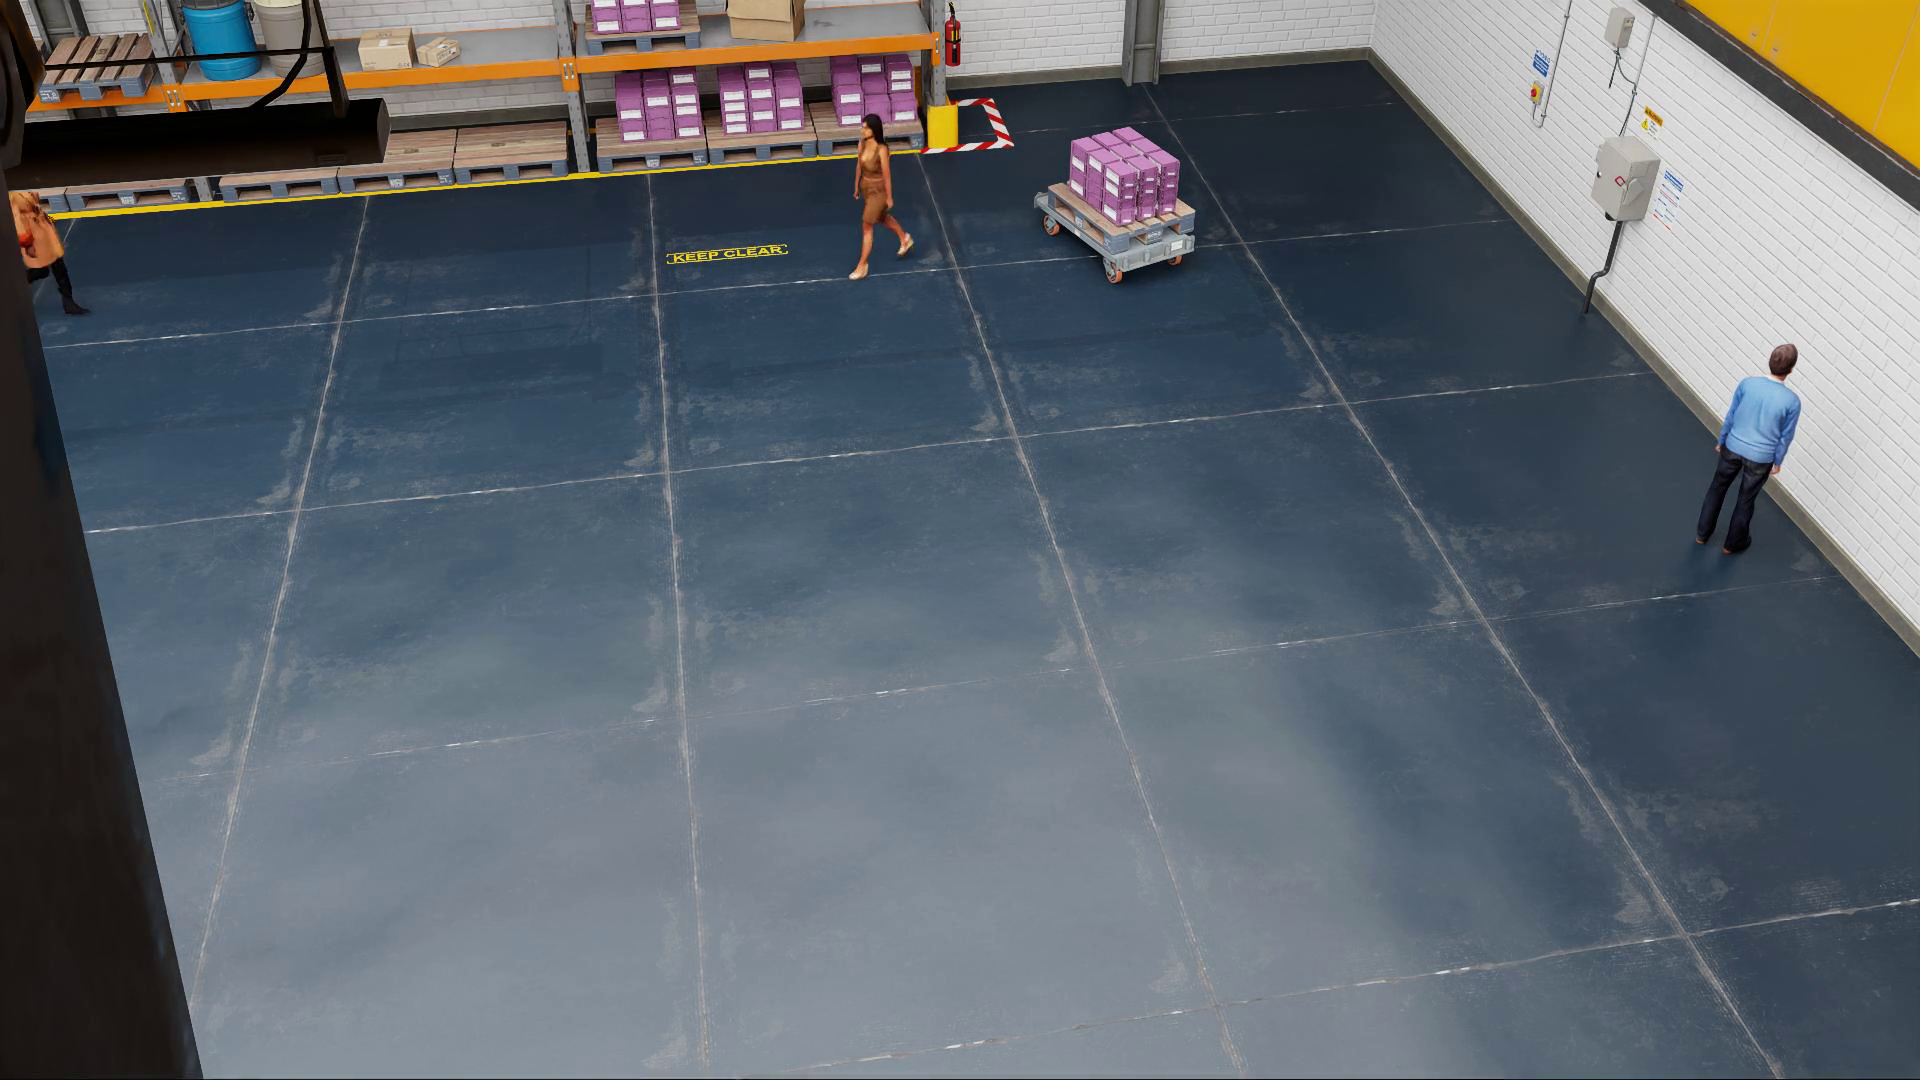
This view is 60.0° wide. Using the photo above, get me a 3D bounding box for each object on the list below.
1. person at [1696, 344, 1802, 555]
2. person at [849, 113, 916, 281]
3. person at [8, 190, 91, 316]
[{"bbox_3d":[6.056,-0.706,12.739,0.740,1.818,0.760,31,48,33],"label":"person"},{"bbox_3d":[-0.756,-3.383,16.220,1.145,1.657,0.925,-26,46,-29],"label":"person"},{"bbox_3d":[-8.695,-2.825,15.484,1.018,1.704,0.866,5,39,6],"label":"person"}]
